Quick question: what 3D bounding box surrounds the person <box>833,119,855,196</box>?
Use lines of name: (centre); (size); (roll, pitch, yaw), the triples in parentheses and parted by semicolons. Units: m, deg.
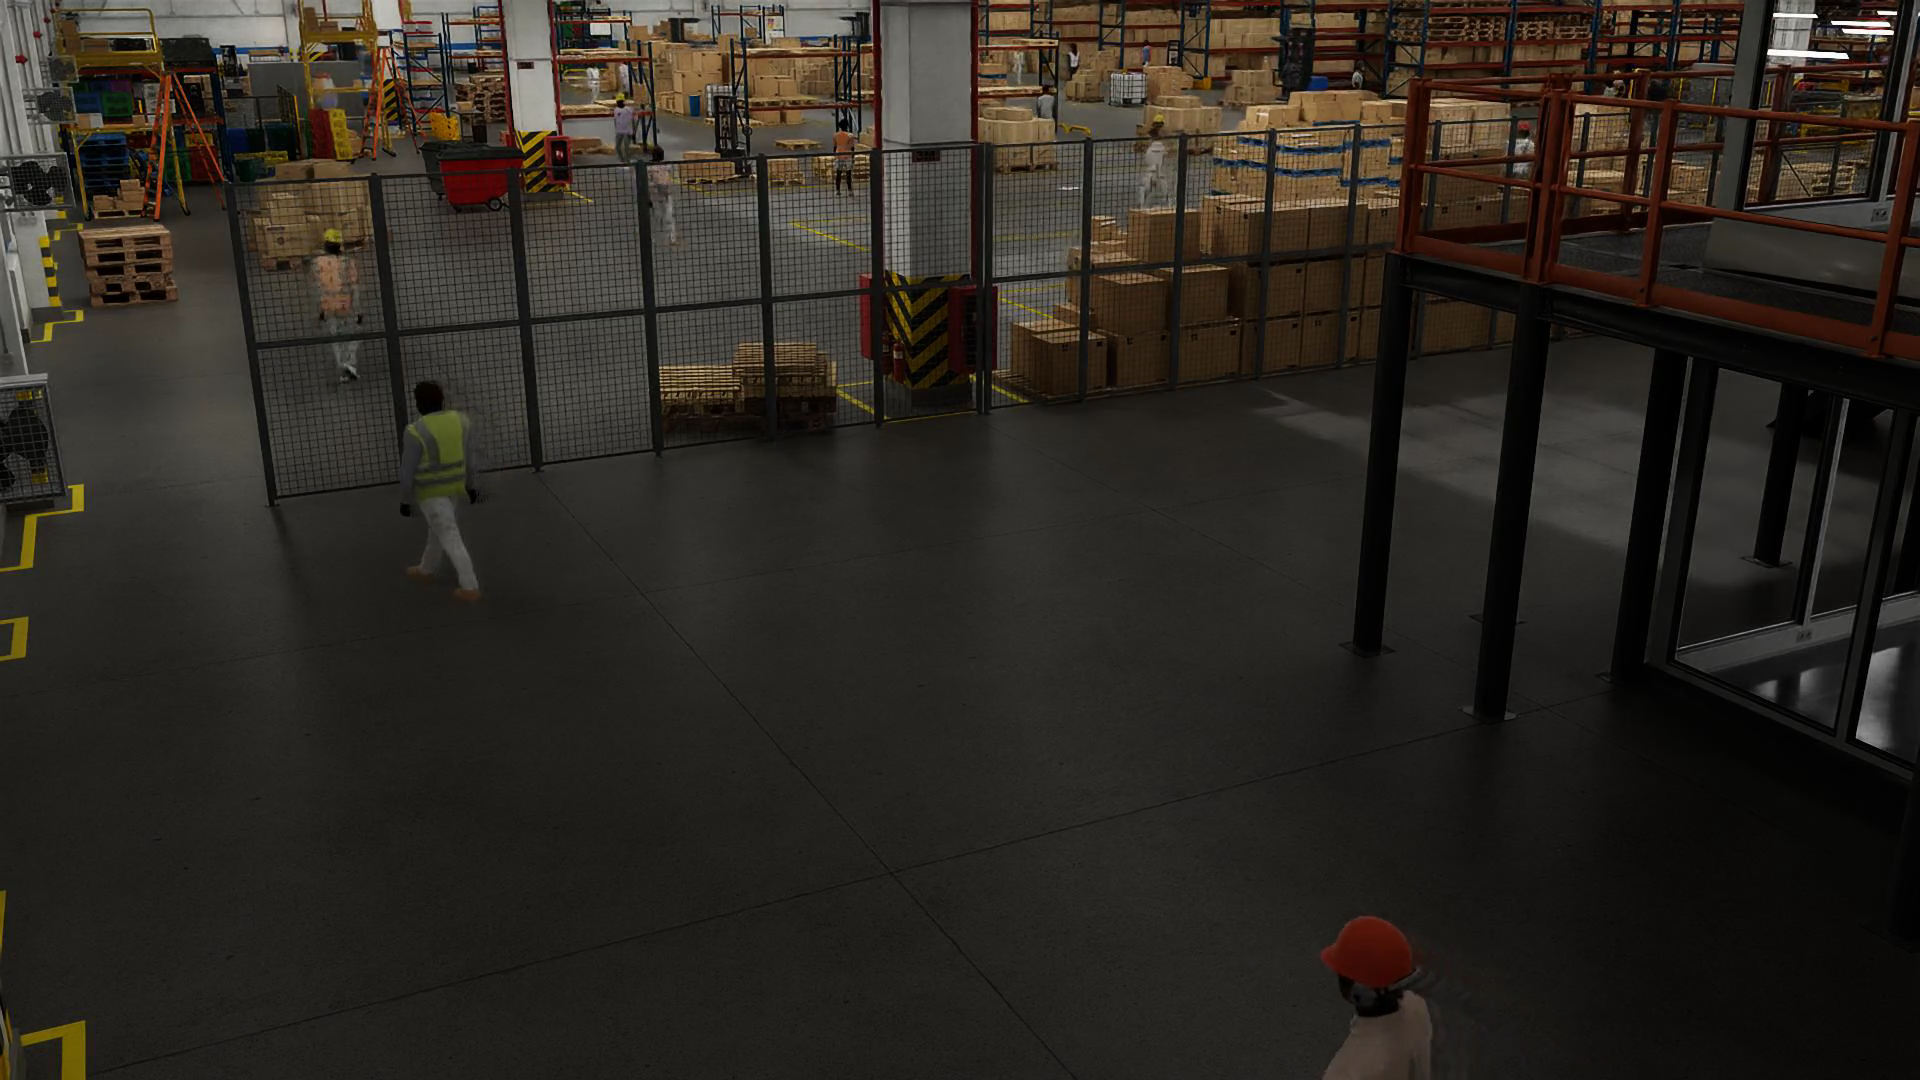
person: (-2.606, -8.605, 37.416); (0.533, 1.690, 0.321); (6, 20, 16)

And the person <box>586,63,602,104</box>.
person: (-12.859, -15.940, 58.404); (0.461, 1.867, 0.581); (13, 23, 34)

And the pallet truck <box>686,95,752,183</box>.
pallet truck: (-5.836, -9.608, 39.856); (0.823, 1.965, 1.885); (10, 22, 27)

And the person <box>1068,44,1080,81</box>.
person: (4.713, -19.634, 69.064); (0.602, 1.906, 0.459); (-13, 23, -32)

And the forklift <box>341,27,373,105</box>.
forklift: (-22.274, -17.347, 60.957); (1.873, 2.768, 1.129); (-9, 21, -25)

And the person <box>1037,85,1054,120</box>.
person: (2.399, -11.752, 46.355); (0.534, 1.819, 0.994); (-3, 19, -9)

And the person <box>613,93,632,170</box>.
person: (-8.547, -10.348, 42.138); (0.585, 1.911, 0.428); (9, 21, 25)

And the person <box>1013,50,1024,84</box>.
person: (2.525, -20.862, 73.032); (0.531, 1.620, 0.532); (9, 21, 24)

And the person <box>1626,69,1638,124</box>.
person: (22.133, -14.577, 54.626); (0.357, 1.755, 0.519); (10, 22, 28)

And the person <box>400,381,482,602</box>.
person: (-4.265, -0.408, 13.502); (0.949, 1.792, 0.644); (10, 22, 28)

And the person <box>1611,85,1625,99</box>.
person: (17.960, -11.510, 45.584); (0.580, 1.855, 0.409); (-9, 21, -25)

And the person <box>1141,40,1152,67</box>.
person: (8.276, -21.294, 73.973); (0.430, 1.840, 0.622); (9, 21, 25)

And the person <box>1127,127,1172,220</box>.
person: (3.925, -7.326, 33.422); (1.031, 1.894, 0.636); (11, 22, 28)

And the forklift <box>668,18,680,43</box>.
forklift: (-12.289, -21.119, 71.891); (1.873, 2.768, 1.129); (-4, 19, -11)

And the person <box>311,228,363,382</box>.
person: (-7.643, -2.879, 20.489); (0.585, 1.912, 0.428); (0, 19, -1)

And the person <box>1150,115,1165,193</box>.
person: (4.493, -8.782, 37.845); (0.294, 1.744, 0.484); (3, 19, 9)

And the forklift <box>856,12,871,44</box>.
forklift: (-4.662, -24.159, 80.703); (1.873, 2.768, 1.129); (-9, 21, -25)

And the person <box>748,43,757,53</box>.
person: (-8.676, -19.712, 69.267); (0.658, 1.909, 0.813); (-5, 20, -14)

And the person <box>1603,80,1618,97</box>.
person: (18.816, -12.510, 48.314); (0.367, 1.967, 0.600); (-3, 19, -9)

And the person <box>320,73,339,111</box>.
person: (-19.191, -13.248, 50.589); (0.558, 1.892, 0.926); (-15, 24, -37)

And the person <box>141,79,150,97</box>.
person: (-25.084, -13.433, 51.498); (0.525, 1.632, 0.321); (9, 21, 25)

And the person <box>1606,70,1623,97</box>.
person: (21.251, -14.370, 54.073); (0.542, 1.733, 0.805); (7, 20, 19)

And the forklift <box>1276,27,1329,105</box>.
forklift: (12.443, -17.220, 60.588); (1.873, 2.768, 1.129); (-9, 21, -25)

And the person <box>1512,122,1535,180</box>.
person: (11.607, -7.626, 34.224); (0.719, 1.916, 0.571); (-14, 24, -36)

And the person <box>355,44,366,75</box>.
person: (-24.547, -19.385, 68.319); (0.543, 1.918, 0.681); (2, 19, 6)

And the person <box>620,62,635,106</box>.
person: (-11.931, -16.447, 59.787); (0.402, 1.932, 0.557); (17, 25, 40)

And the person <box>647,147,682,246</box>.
person: (-5.580, -6.343, 30.715); (1.009, 1.792, 0.633); (17, 25, 41)

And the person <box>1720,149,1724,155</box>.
person: (20.859, -11.174, 44.854); (0.409, 1.683, 0.543); (17, 25, 40)

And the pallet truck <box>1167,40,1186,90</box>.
pallet truck: (9.045, -19.971, 69.895); (0.823, 1.965, 1.885); (-3, 19, -8)

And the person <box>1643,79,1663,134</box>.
person: (20.079, -12.490, 48.270); (0.621, 1.963, 0.898); (1, 19, 2)

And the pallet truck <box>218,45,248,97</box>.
pallet truck: (-28.879, -18.665, 66.111); (0.823, 1.965, 1.885); (-3, 19, -9)

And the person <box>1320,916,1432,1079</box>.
person: (1.327, 2.162, 5.774); (0.686, 1.971, 0.623); (17, 25, 40)

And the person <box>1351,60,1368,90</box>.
person: (13.049, -14.627, 54.339); (0.539, 2.000, 0.688); (4, 20, 13)
